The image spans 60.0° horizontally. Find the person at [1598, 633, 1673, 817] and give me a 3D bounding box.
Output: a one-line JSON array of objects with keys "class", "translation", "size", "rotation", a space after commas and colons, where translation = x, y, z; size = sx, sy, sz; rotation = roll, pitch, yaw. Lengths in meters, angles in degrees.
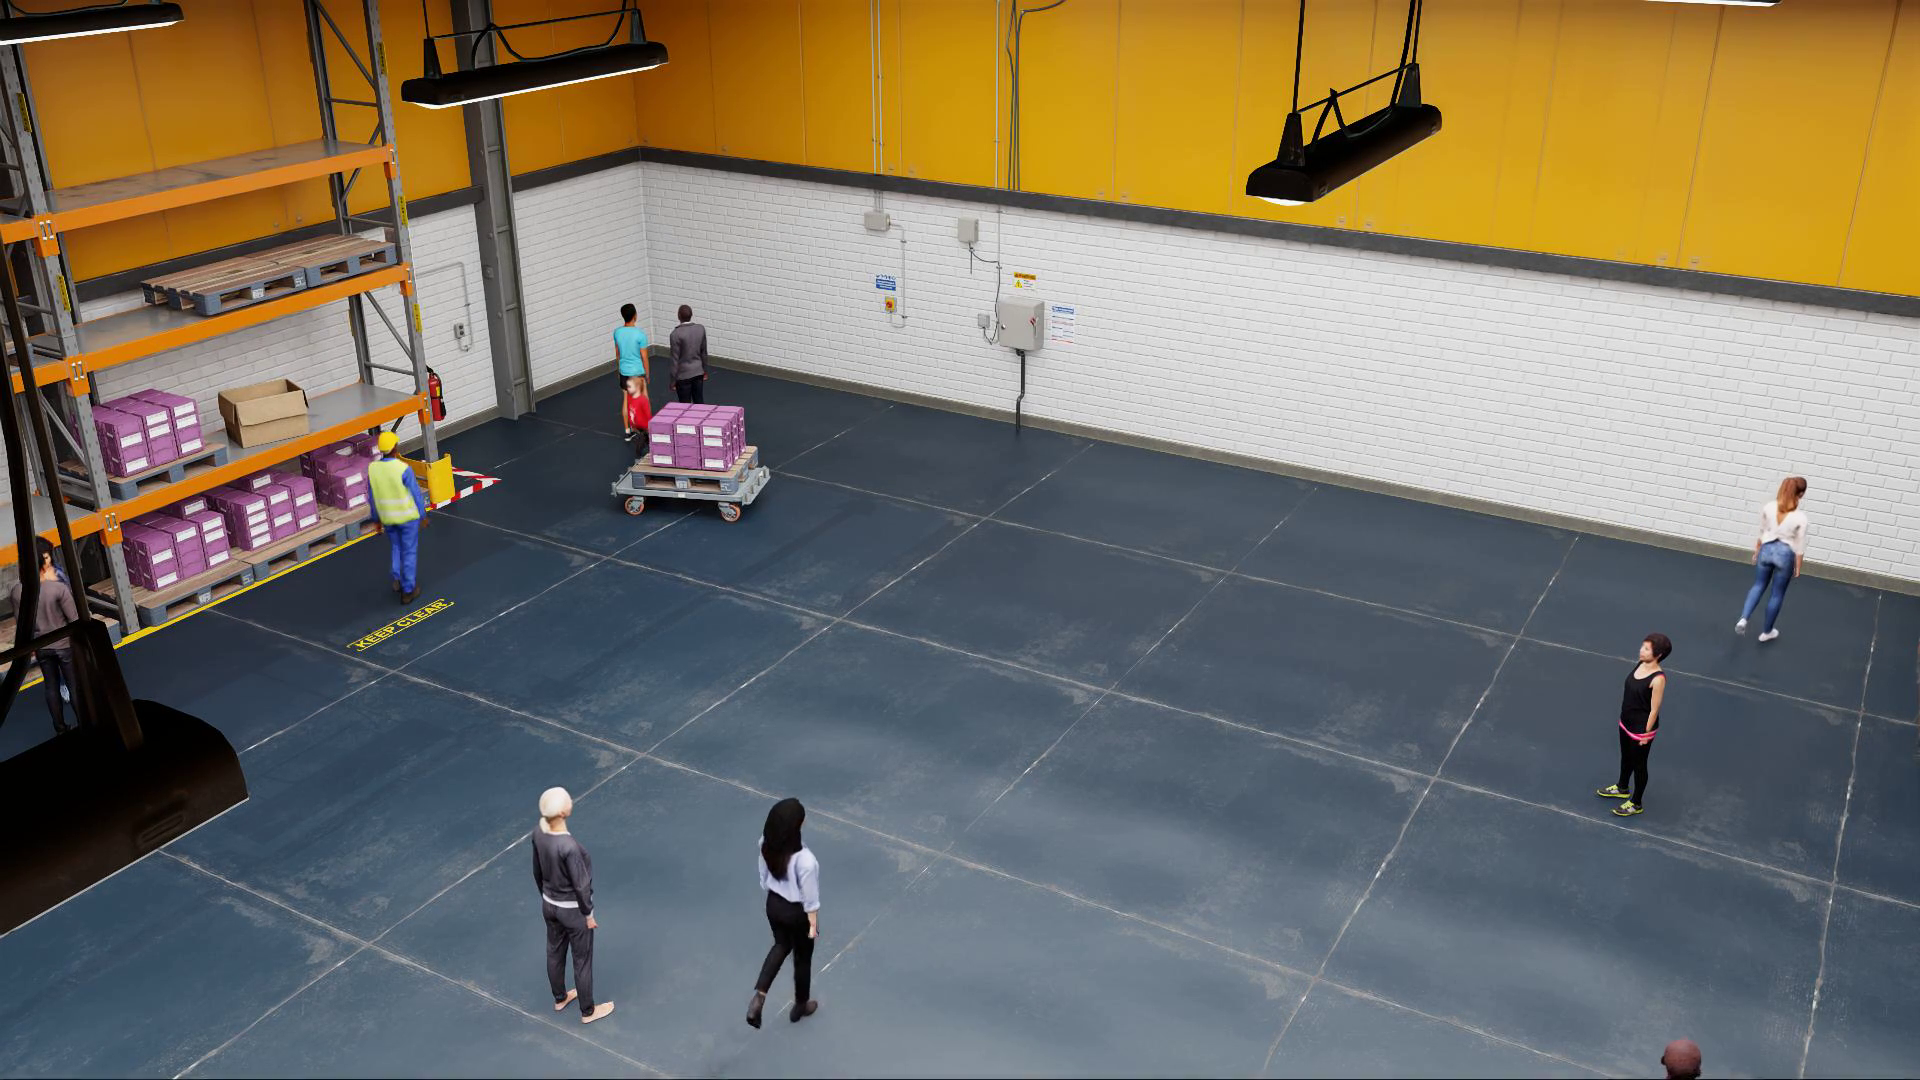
[{"class": "person", "translation": [5.381, 1.430, 13.162], "size": [0.681, 1.548, 0.595], "rotation": [-2, 24, -4]}]

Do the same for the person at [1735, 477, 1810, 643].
[{"class": "person", "translation": [7.693, 0.206, 15.755], "size": [0.910, 1.714, 0.794], "rotation": [-17, 29, -34]}]

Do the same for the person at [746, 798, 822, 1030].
[{"class": "person", "translation": [-1.148, 2.437, 10.629], "size": [0.706, 1.734, 0.876], "rotation": [17, 29, 33]}]

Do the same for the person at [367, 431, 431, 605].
[{"class": "person", "translation": [-5.626, -0.197, 16.567], "size": [0.754, 1.802, 0.750], "rotation": [4, 24, 9]}]

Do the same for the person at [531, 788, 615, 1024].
[{"class": "person", "translation": [-2.563, 2.358, 10.818], "size": [0.612, 1.726, 0.527], "rotation": [15, 28, 31]}]

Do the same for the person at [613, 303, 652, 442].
[{"class": "person", "translation": [-4.138, -2.105, 20.968], "size": [0.652, 1.773, 0.589], "rotation": [7, 25, 15]}]

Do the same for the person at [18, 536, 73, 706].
[{"class": "person", "translation": [-8.038, 0.724, 14.686], "size": [0.705, 1.621, 0.604], "rotation": [5, 24, 10]}]

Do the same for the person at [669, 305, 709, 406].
[{"class": "person", "translation": [-3.380, -2.061, 20.812], "size": [0.655, 1.818, 0.843], "rotation": [-20, 31, -38]}]

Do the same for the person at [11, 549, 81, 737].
[{"class": "person", "translation": [-7.706, 0.890, 14.124], "size": [0.714, 1.767, 0.737], "rotation": [1, 24, 3]}]
